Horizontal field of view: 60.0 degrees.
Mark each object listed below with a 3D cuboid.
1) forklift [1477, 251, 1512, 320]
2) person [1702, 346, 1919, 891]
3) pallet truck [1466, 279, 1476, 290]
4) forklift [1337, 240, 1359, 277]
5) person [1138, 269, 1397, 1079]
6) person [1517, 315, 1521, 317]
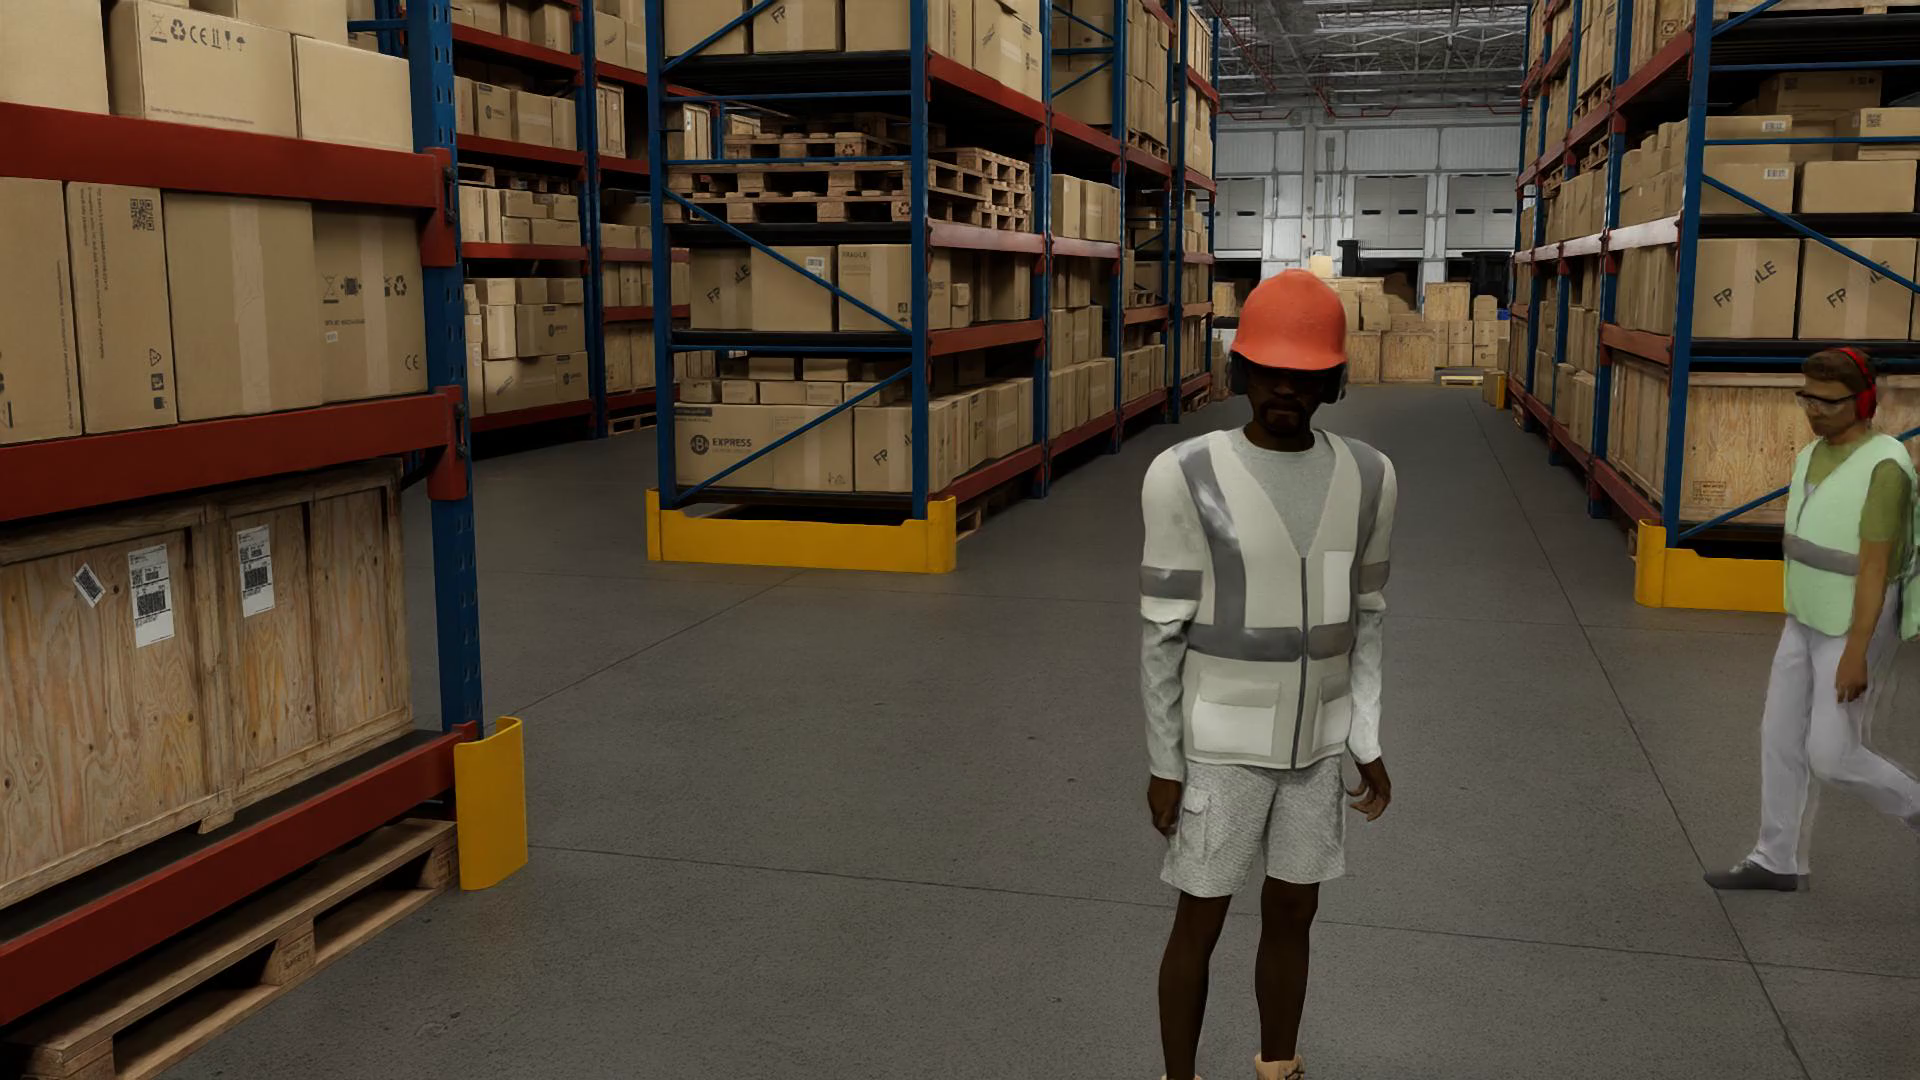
[{"bbox_3d":[15.878,-7.202,49.529,1.129,2.768,1.873,-2,9,-11],"label":"forklift"},{"bbox_3d":[2.852,0.295,5.278,0.667,1.815,0.597,0,9,-1],"label":"person"},{"bbox_3d":[18.896,-8.459,60.307,1.885,1.965,0.823,5,10,31],"label":"pallet truck"},{"bbox_3d":[8.255,-4.985,35.441,1.873,2.768,1.129,2,9,15],"label":"forklift"},{"bbox_3d":[0.688,0.438,3.655,0.609,2.040,0.394,-3,9,-18],"label":"person"},{"bbox_3d":[15.119,-5.944,44.707,0.574,1.888,0.991,0,9,-2],"label":"person"}]
